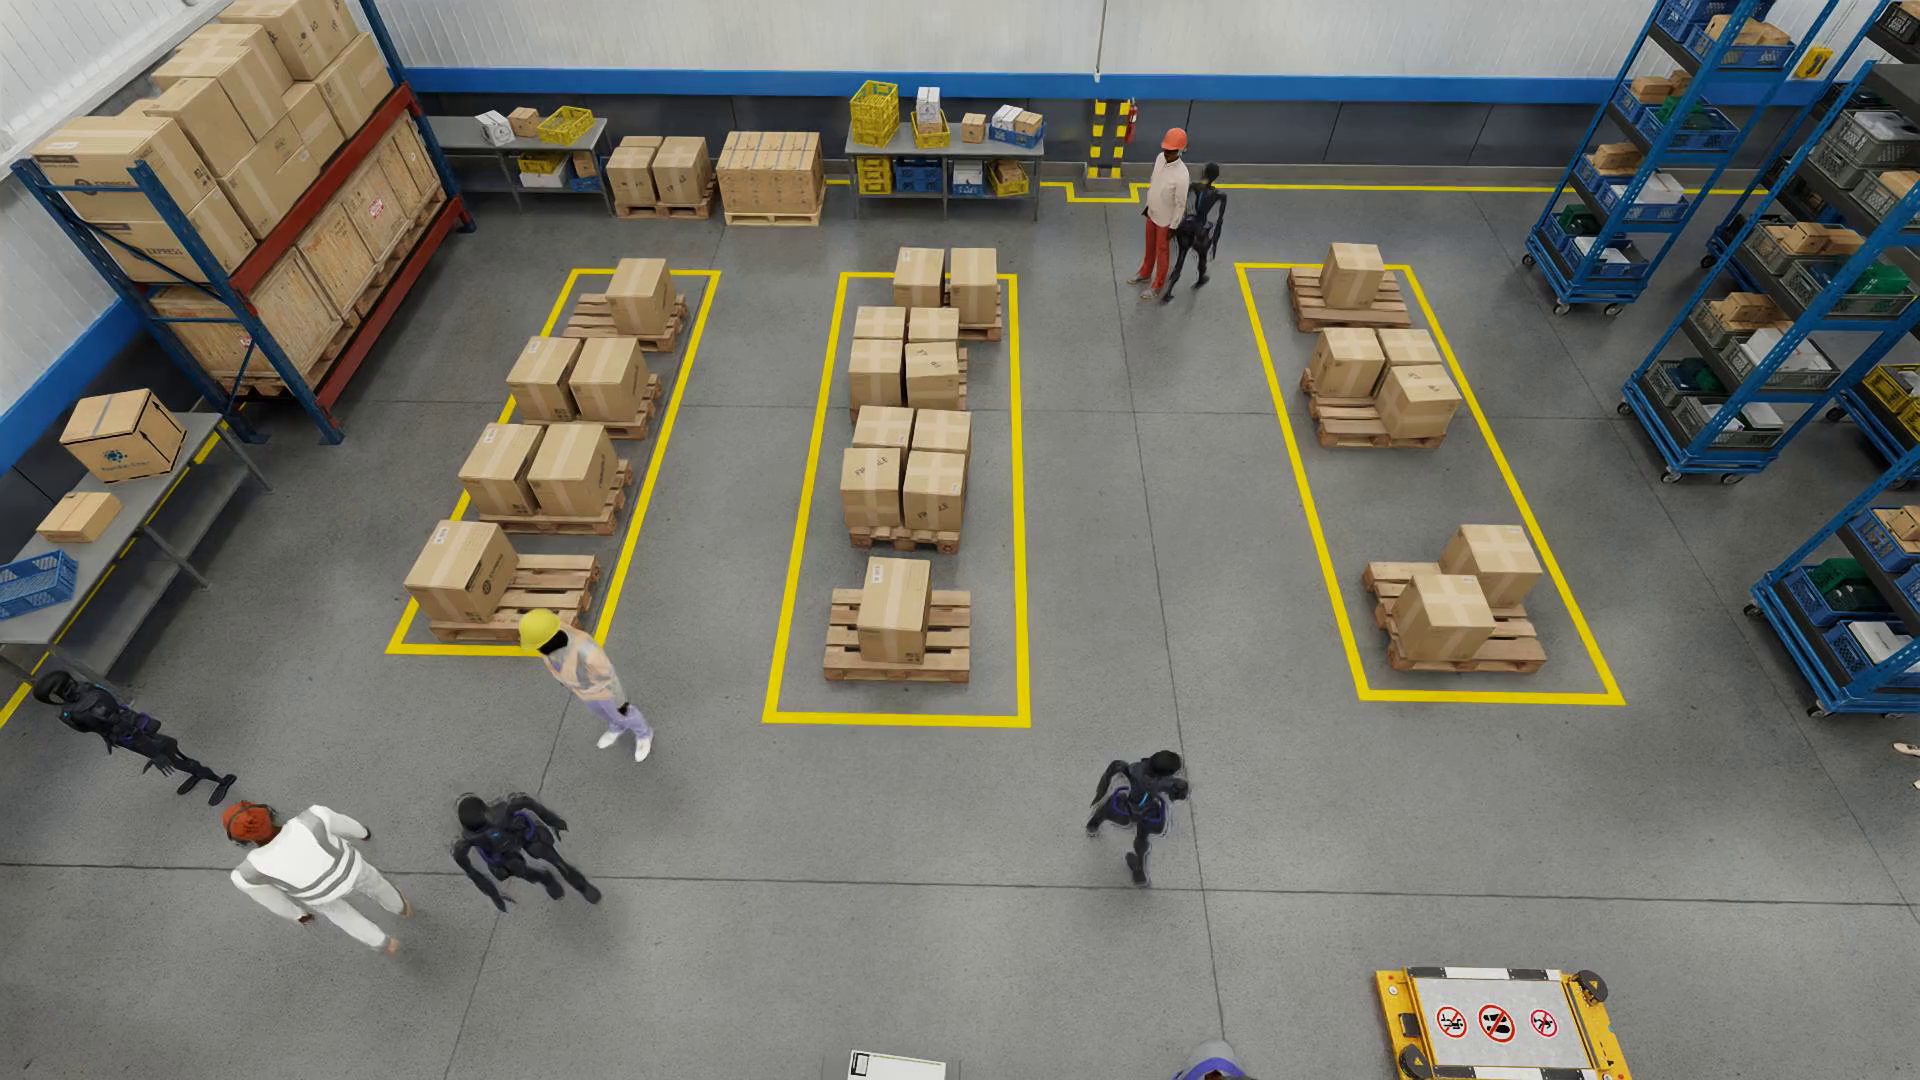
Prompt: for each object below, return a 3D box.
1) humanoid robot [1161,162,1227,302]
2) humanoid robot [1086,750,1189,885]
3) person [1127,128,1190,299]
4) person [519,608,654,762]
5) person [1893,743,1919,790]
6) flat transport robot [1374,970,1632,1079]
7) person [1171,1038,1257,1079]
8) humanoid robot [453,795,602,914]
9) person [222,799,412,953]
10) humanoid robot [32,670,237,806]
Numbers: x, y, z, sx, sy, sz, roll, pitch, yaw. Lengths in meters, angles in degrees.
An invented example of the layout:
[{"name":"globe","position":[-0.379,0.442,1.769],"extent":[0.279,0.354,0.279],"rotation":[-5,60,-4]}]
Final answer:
[{"name":"humanoid robot","position":[2.695,-3.505,10.480],"extent":[0.590,1.638,0.780],"rotation":[34,58,24]},{"name":"humanoid robot","position":[1.176,1.774,6.158],"extent":[0.588,1.621,0.518],"rotation":[13,52,10]},{"name":"person","position":[2.277,-3.684,10.374],"extent":[0.370,1.996,0.620],"rotation":[-17,53,-14]},{"name":"person","position":[-2.675,1.050,6.576],"extent":[0.598,1.910,0.427],"rotation":[18,53,14]},{"name":"person","position":[7.526,1.272,6.505],"extent":[0.309,1.732,0.521],"rotation":[8,51,7]},{"name":"flat transport robot","position":[3.501,3.133,5.914],"extent":[1.431,0.197,0.652],"rotation":[1,51,1]},{"name":"person","position":[1.284,3.116,4.804],"extent":[0.536,2.000,0.678],"rotation":[19,53,15]},{"name":"humanoid robot","position":[-2.824,2.036,5.920],"extent":[0.599,1.640,0.579],"rotation":[-37,60,-26]},{"name":"person","position":[-3.978,2.078,5.760],"extent":[0.446,1.872,0.612],"rotation":[31,57,23]},{"name":"humanoid robot","position":[-5.797,1.404,6.424],"extent":[0.587,1.656,0.326],"rotation":[15,52,12]}]
